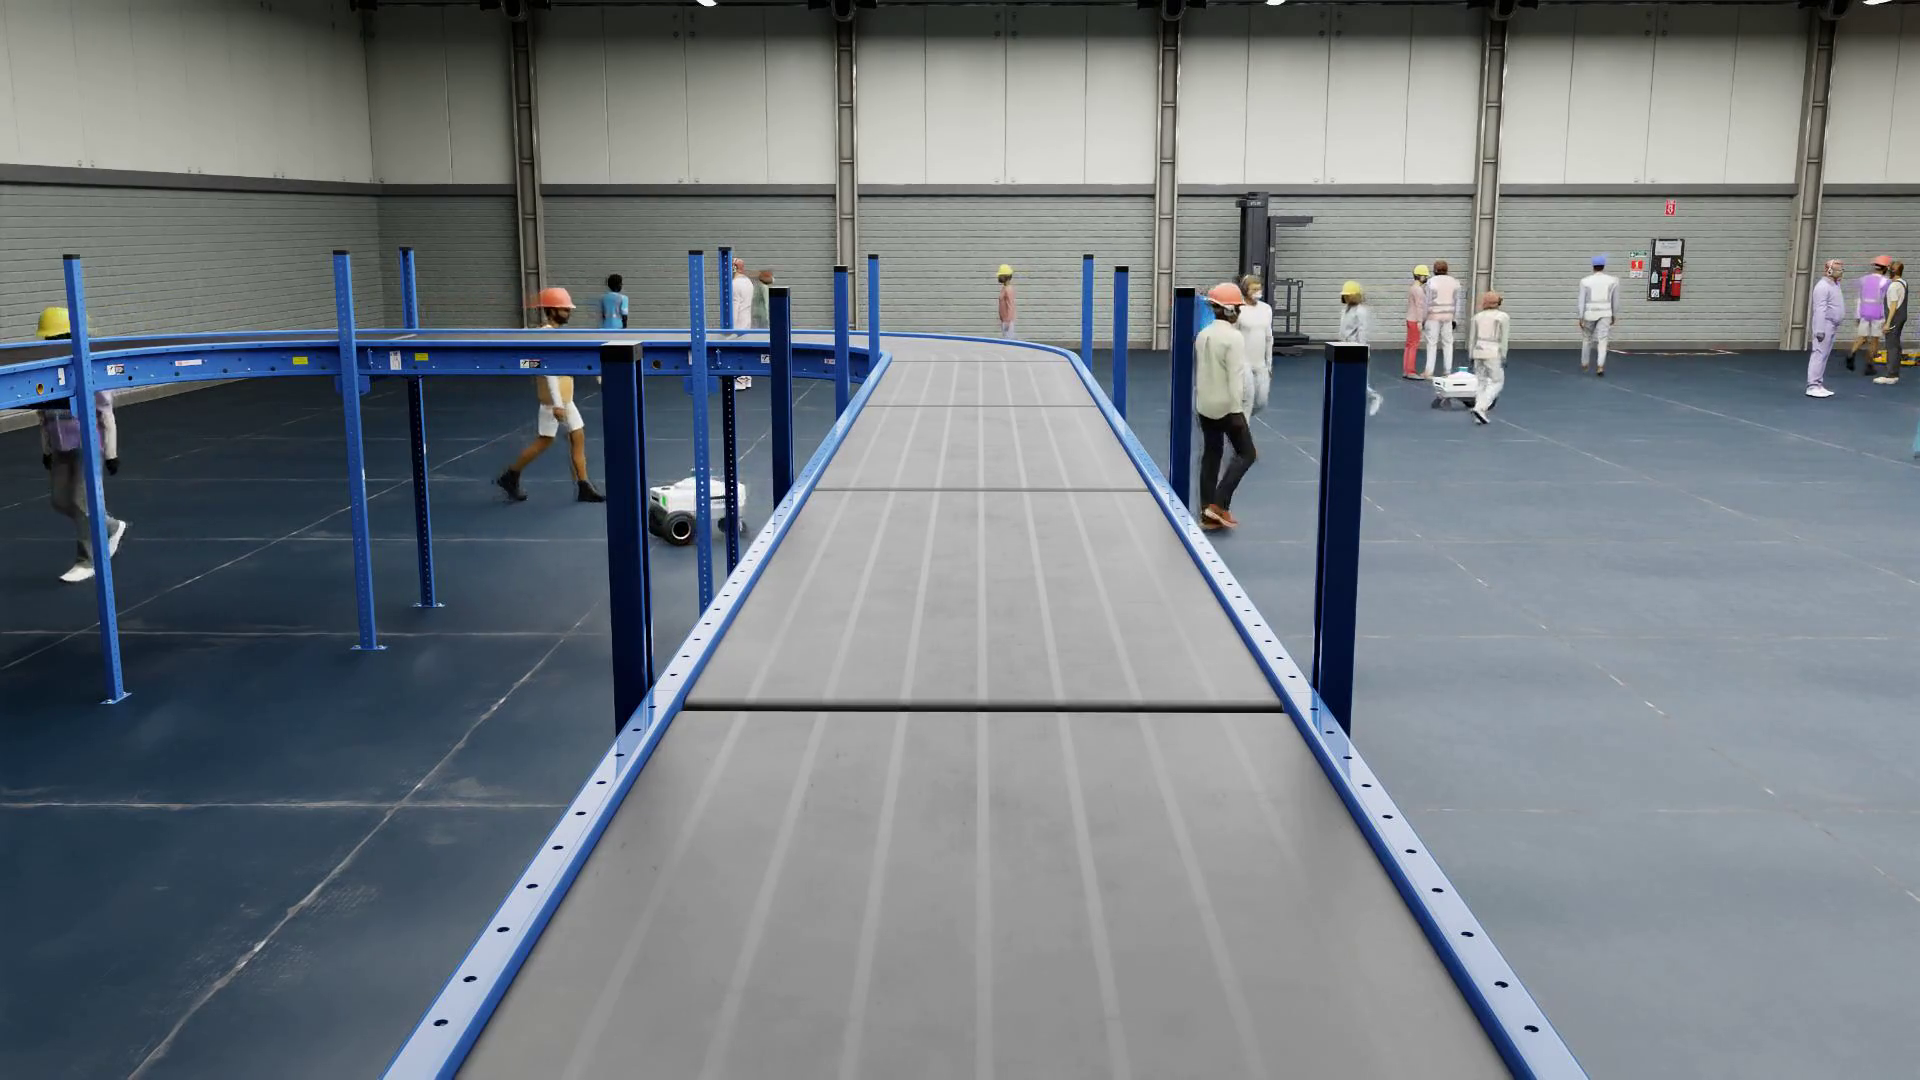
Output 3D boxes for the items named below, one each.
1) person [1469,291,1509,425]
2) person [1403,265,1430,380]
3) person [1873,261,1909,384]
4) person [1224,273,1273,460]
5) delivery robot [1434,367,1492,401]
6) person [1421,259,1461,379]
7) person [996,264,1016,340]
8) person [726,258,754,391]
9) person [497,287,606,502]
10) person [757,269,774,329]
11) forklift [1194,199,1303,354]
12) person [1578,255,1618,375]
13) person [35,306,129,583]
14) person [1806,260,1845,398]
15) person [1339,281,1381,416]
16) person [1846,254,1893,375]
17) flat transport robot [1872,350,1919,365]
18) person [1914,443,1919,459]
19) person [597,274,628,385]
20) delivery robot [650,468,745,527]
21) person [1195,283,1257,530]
[{"bbox_3d":[6.343,-2.192,20.072,0.480,1.612,0.538,-8,13,-34],"label":"person"},{"bbox_3d":[7.078,-3.370,25.760,0.329,1.765,0.527,0,11,2],"label":"person"},{"bbox_3d":[14.079,-3.281,25.101,0.506,1.843,0.349,-11,15,-43],"label":"person"},{"bbox_3d":[2.950,-1.809,17.307,0.638,1.926,0.606,-8,13,-34],"label":"person"},{"bbox_3d":[6.607,-2.031,21.861,0.707,0.478,0.477,-1,11,-8],"label":"delivery robot"},{"bbox_3d":[7.461,-3.443,25.931,0.632,1.841,0.429,-2,11,-10],"label":"person"},{"bbox_3d":[0.710,-3.420,26.017,0.331,1.765,0.533,-1,11,-3],"label":"person"},{"bbox_3d":[-3.234,-3.129,24.154,0.409,1.907,0.648,2,11,13],"label":"person"},{"bbox_3d":[-3.618,-1.270,14.633,0.939,1.910,0.555,0,11,1],"label":"person"},{"bbox_3d":[-3.449,-3.890,28.828,0.632,1.615,0.509,-2,11,-12],"label":"person"},{"bbox_3d":[5.313,-4.851,30.603,1.873,2.768,1.129,0,11,1],"label":"forklift"},{"bbox_3d":[10.188,-3.593,26.574,0.611,1.905,0.986,3,11,15],"label":"person"},{"bbox_3d":[-6.094,-0.677,11.550,0.607,1.900,0.591,4,12,19],"label":"person"},{"bbox_3d":[12.145,-2.960,23.283,0.401,1.906,0.649,9,14,39],"label":"person"},{"bbox_3d":[4.889,-2.334,20.542,0.528,1.726,0.487,-3,11,-14],"label":"person"},{"bbox_3d":[14.502,-3.577,26.467,0.565,1.910,0.548,-6,13,-28],"label":"person"},{"bbox_3d":[16.491,-3.157,28.620,1.431,0.197,0.652,-4,12,-18],"label":"flat transport robot"},{"bbox_3d":[10.380,-1.698,17.070,0.951,1.793,0.596,4,12,18],"label":"person"},{"bbox_3d":[-5.155,-3.139,24.859,0.545,1.651,0.866,6,12,27],"label":"person"},{"bbox_3d":[-2.054,-0.319,13.065,0.707,0.478,0.477,-6,12,-28],"label":"delivery robot"},{"bbox_3d":[2.109,-1.057,13.311,0.439,1.978,0.654,-5,12,-25],"label":"person"}]
